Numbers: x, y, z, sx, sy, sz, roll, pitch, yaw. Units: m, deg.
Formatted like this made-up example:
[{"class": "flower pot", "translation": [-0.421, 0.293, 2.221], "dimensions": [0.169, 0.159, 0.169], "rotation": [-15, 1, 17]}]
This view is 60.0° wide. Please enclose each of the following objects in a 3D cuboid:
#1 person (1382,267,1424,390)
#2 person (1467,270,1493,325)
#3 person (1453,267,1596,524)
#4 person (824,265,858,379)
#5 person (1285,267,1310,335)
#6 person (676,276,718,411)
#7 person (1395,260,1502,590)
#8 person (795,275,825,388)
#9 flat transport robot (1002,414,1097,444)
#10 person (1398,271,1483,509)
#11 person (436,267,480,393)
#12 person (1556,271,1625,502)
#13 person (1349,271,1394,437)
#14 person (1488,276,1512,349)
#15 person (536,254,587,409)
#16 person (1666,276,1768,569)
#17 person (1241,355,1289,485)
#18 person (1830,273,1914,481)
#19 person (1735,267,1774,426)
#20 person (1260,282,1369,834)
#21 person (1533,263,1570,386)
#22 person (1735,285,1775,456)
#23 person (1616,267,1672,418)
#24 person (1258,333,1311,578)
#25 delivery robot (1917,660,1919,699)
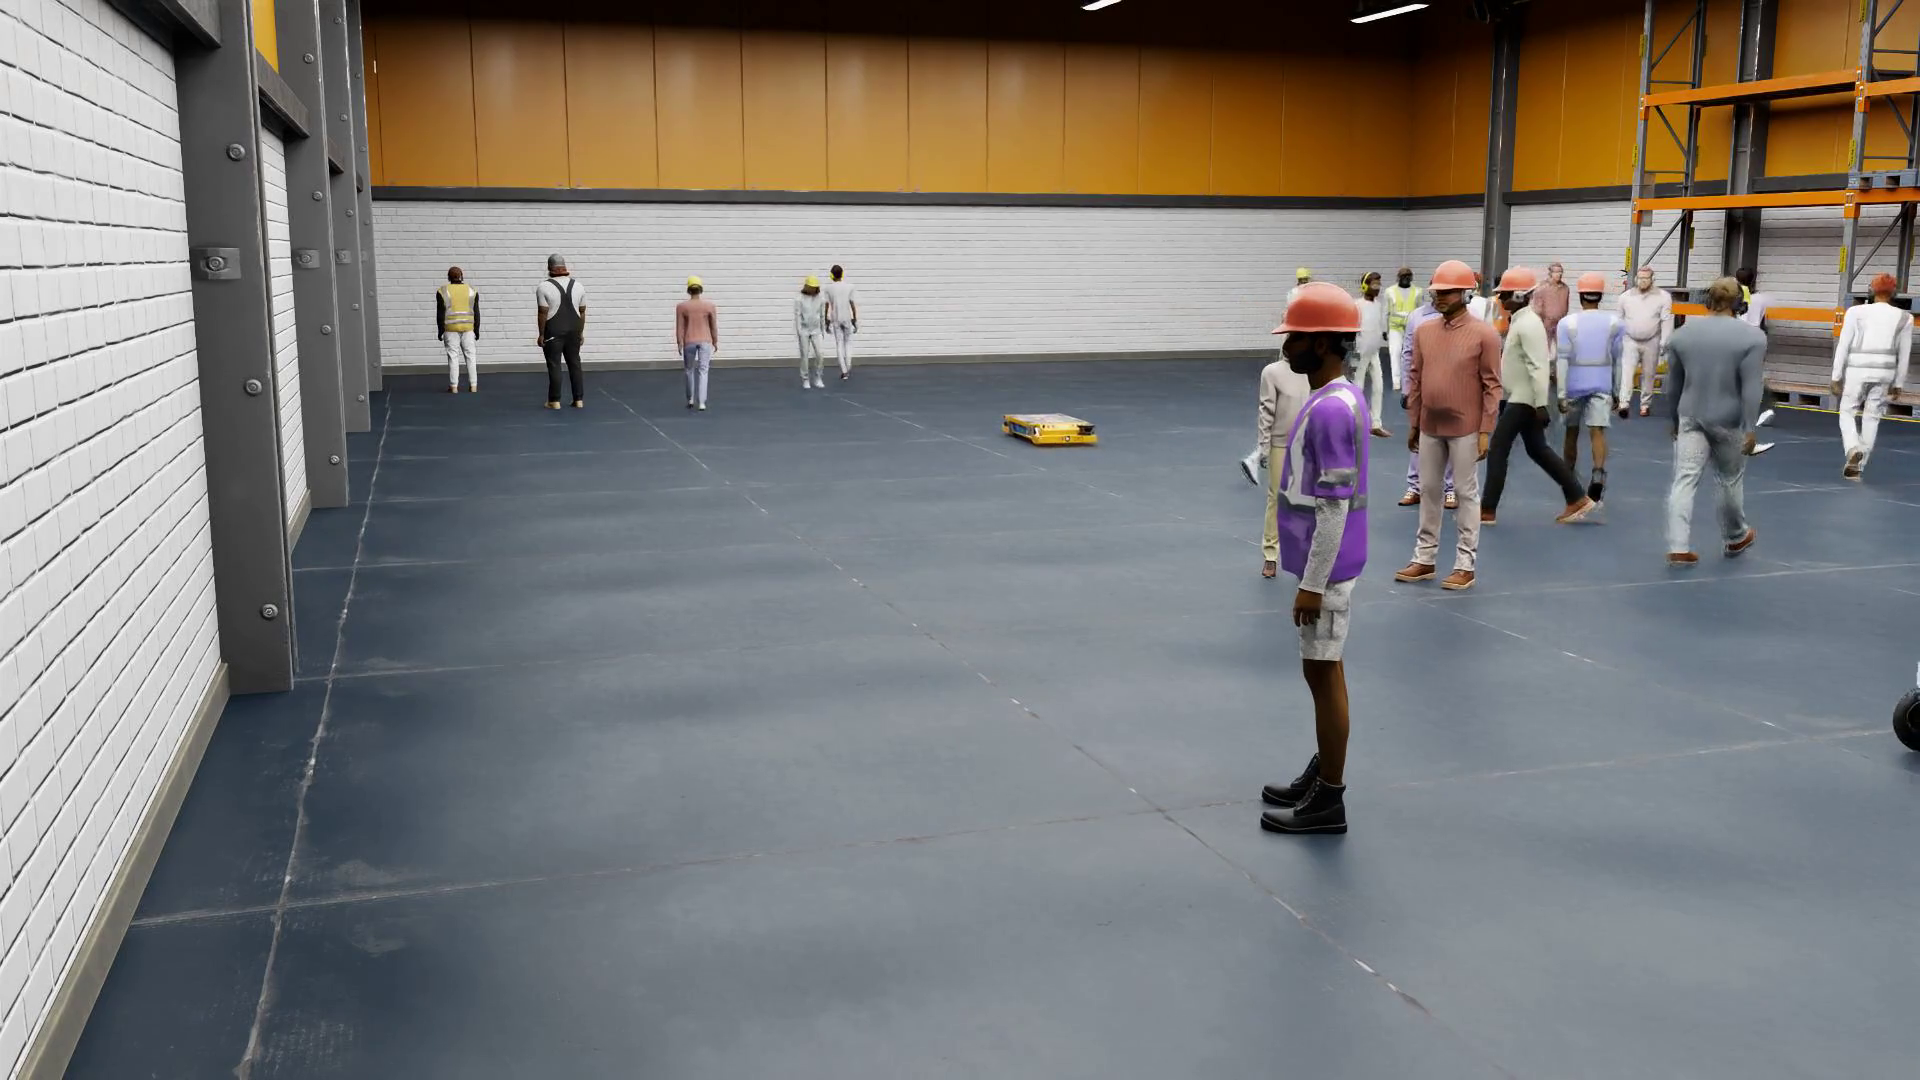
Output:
[{"class": "person", "translation": [6.629, -3.161, 24.904], "dimensions": [0.640, 1.829, 0.438], "rotation": [1, 10, 6]}, {"class": "person", "translation": [5.705, -2.089, 18.630], "dimensions": [0.584, 1.858, 0.859], "rotation": [-3, 10, -16]}, {"class": "person", "translation": [4.312, -1.068, 12.471], "dimensions": [0.997, 1.953, 0.640], "rotation": [3, 10, 15]}, {"class": "person", "translation": [-1.961, -3.556, 27.158], "dimensions": [0.539, 1.835, 0.777], "rotation": [-2, 10, -14]}, {"class": "person", "translation": [5.534, -3.471, 26.751], "dimensions": [0.605, 1.816, 0.611], "rotation": [-3, 10, -16]}, {"class": "person", "translation": [-3.443, -2.576, 21.813], "dimensions": [0.529, 1.731, 0.868], "rotation": [-1, 10, -6]}, {"class": "person", "translation": [2.984, -0.696, 10.146], "dimensions": [0.394, 1.994, 0.612], "rotation": [-8, 13, -38]}, {"class": "person", "translation": [-2.250, -3.130, 25.058], "dimensions": [0.492, 1.716, 0.580], "rotation": [-3, 10, -19]}, {"class": "flat transport robot", "translation": [0.962, -1.231, 18.229], "dimensions": [0.652, 0.197, 1.431], "rotation": [-2, 10, -14]}, {"class": "person", "translation": [3.837, -1.204, 13.343], "dimensions": [0.641, 1.908, 0.407], "rotation": [6, 11, 30]}, {"class": "person", "translation": [-7.347, -3.073, 24.357], "dimensions": [0.633, 1.839, 0.429], "rotation": [-6, 11, -31]}, {"class": "person", "translation": [5.219, -1.276, 13.798], "dimensions": [0.552, 1.911, 0.942], "rotation": [2, 10, 11]}, {"class": "person", "translation": [4.508, -2.085, 18.635], "dimensions": [0.525, 1.844, 0.823], "rotation": [-8, 12, -37]}, {"class": "person", "translation": [8.316, -3.218, 25.624], "dimensions": [0.545, 1.682, 0.564], "rotation": [-5, 11, -28]}, {"class": "person", "translation": [-5.287, -2.751, 21.912], "dimensions": [0.687, 2.000, 0.535], "rotation": [-8, 13, -40]}, {"class": "person", "translation": [4.964, -0.778, 10.928], "dimensions": [1.004, 1.883, 0.655], "rotation": [-9, 14, -44]}, {"class": "person", "translation": [2.796, -1.213, 14.240], "dimensions": [0.695, 1.612, 0.528], "rotation": [2, 10, 12]}, {"class": "person", "translation": [8.089, -1.427, 14.763], "dimensions": [0.634, 1.862, 0.587], "rotation": [3, 10, 18]}, {"class": "person", "translation": [9.356, -2.302, 19.791], "dimensions": [0.601, 1.884, 0.960], "rotation": [-3, 10, -16]}, {"class": "person", "translation": [1.251, 0.072, 5.864], "dimensions": [0.359, 1.939, 0.543], "rotation": [2, 10, 14]}, {"class": "person", "translation": [9.066, -3.289, 25.459], "dimensions": [0.646, 1.891, 0.446], "rotation": [-2, 10, -12]}, {"class": "person", "translation": [7.687, -1.676, 16.606], "dimensions": [0.925, 1.711, 0.532], "rotation": [7, 12, 34]}, {"class": "person", "translation": [8.427, -2.427, 20.564], "dimensions": [0.657, 1.858, 0.993], "rotation": [4, 11, 23]}, {"class": "person", "translation": [2.125, -0.569, 10.455], "dimensions": [0.502, 1.631, 0.285], "rotation": [0, 10, 1]}, {"class": "delivery robot", "translation": [4.200, 0.594, 6.573], "dimensions": [0.707, 0.478, 0.477], "rotation": [0, 10, -1]}]
